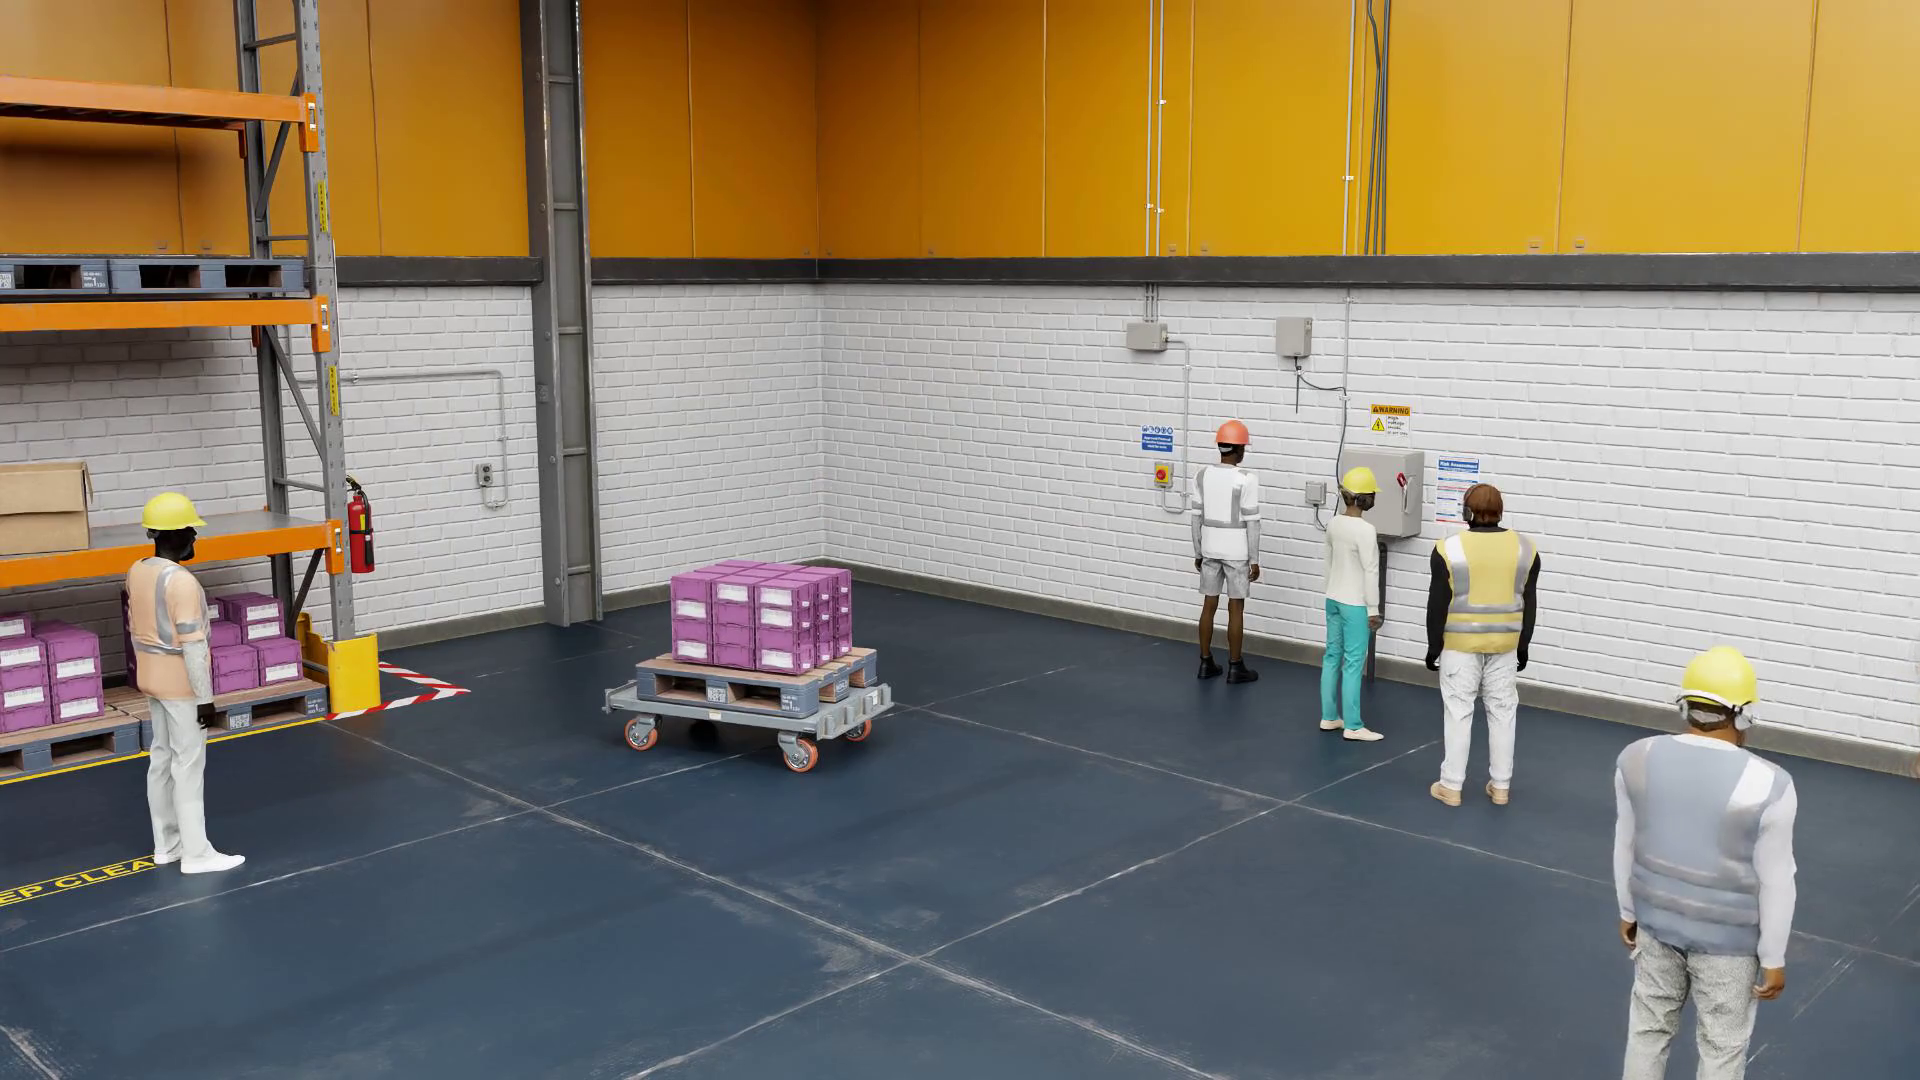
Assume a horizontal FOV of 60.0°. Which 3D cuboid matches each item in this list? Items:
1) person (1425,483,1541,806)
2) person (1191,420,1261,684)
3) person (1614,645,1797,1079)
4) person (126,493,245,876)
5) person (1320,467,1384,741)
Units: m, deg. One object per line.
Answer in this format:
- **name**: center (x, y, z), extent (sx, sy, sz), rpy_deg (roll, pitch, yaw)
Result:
- **person**: center (2.927, 0.592, 9.408), extent (0.624, 1.844, 0.429), rpy_deg (0, 9, -2)
- **person**: center (1.974, 0.085, 12.224), extent (0.552, 1.933, 0.374), rpy_deg (8, 12, 40)
- **person**: center (2.423, 1.249, 5.452), extent (0.403, 1.824, 0.598), rpy_deg (-7, 12, -38)
- **person**: center (-3.923, 0.720, 8.355), extent (0.585, 1.928, 0.369), rpy_deg (7, 12, 37)
- **person**: center (2.541, 0.409, 10.756), extent (0.322, 1.769, 0.523), rpy_deg (-3, 10, -19)
